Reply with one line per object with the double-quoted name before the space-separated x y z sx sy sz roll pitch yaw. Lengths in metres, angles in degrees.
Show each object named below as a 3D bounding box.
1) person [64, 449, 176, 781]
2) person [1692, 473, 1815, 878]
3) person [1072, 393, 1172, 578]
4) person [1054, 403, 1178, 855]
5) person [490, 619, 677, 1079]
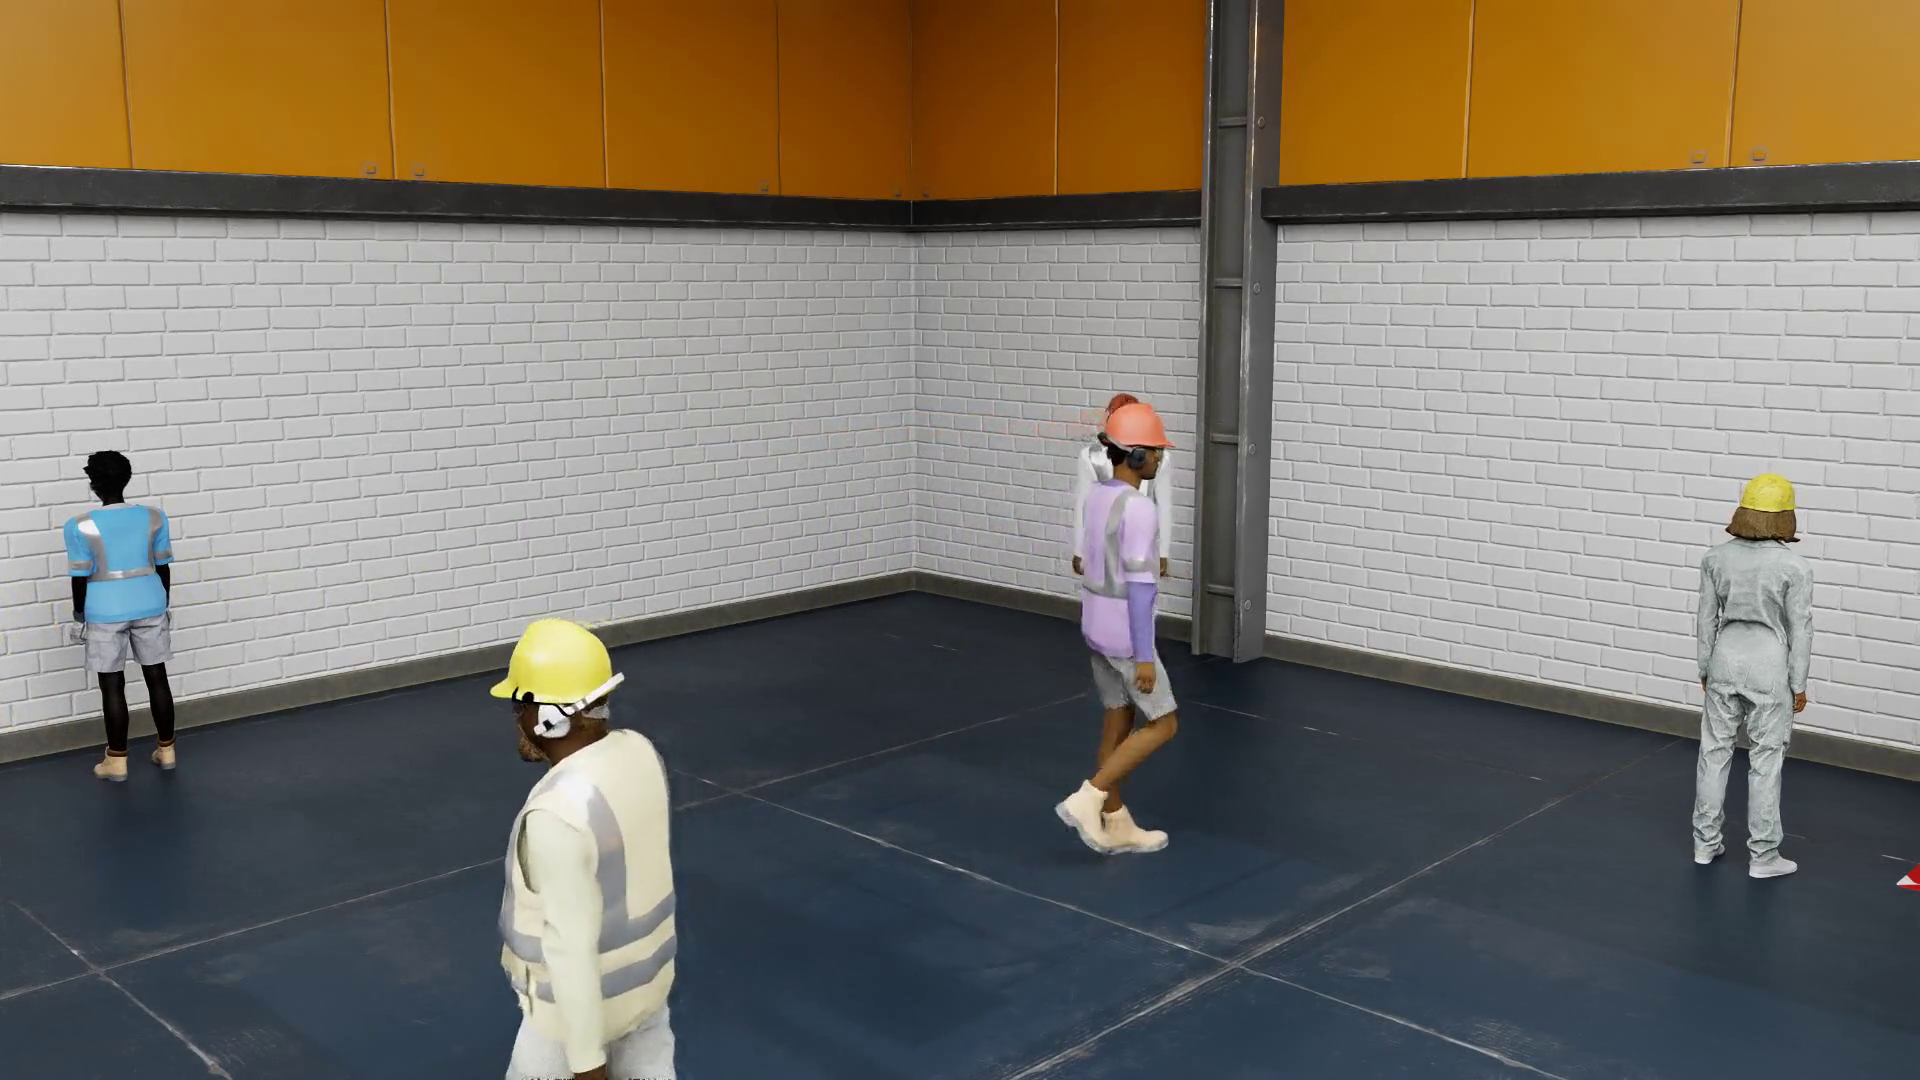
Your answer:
"person" -4.286 0.384 8.522 0.319 1.693 0.532 8 12 39
"person" 3.425 0.578 7.181 0.296 1.744 0.488 -8 12 -39
"person" 0.968 0.046 10.057 0.580 1.874 0.409 -1 9 -8
"person" 0.709 0.417 7.285 0.480 2.030 0.640 -3 10 -16
"person" -0.988 1.068 4.033 0.912 1.788 0.599 2 10 15
